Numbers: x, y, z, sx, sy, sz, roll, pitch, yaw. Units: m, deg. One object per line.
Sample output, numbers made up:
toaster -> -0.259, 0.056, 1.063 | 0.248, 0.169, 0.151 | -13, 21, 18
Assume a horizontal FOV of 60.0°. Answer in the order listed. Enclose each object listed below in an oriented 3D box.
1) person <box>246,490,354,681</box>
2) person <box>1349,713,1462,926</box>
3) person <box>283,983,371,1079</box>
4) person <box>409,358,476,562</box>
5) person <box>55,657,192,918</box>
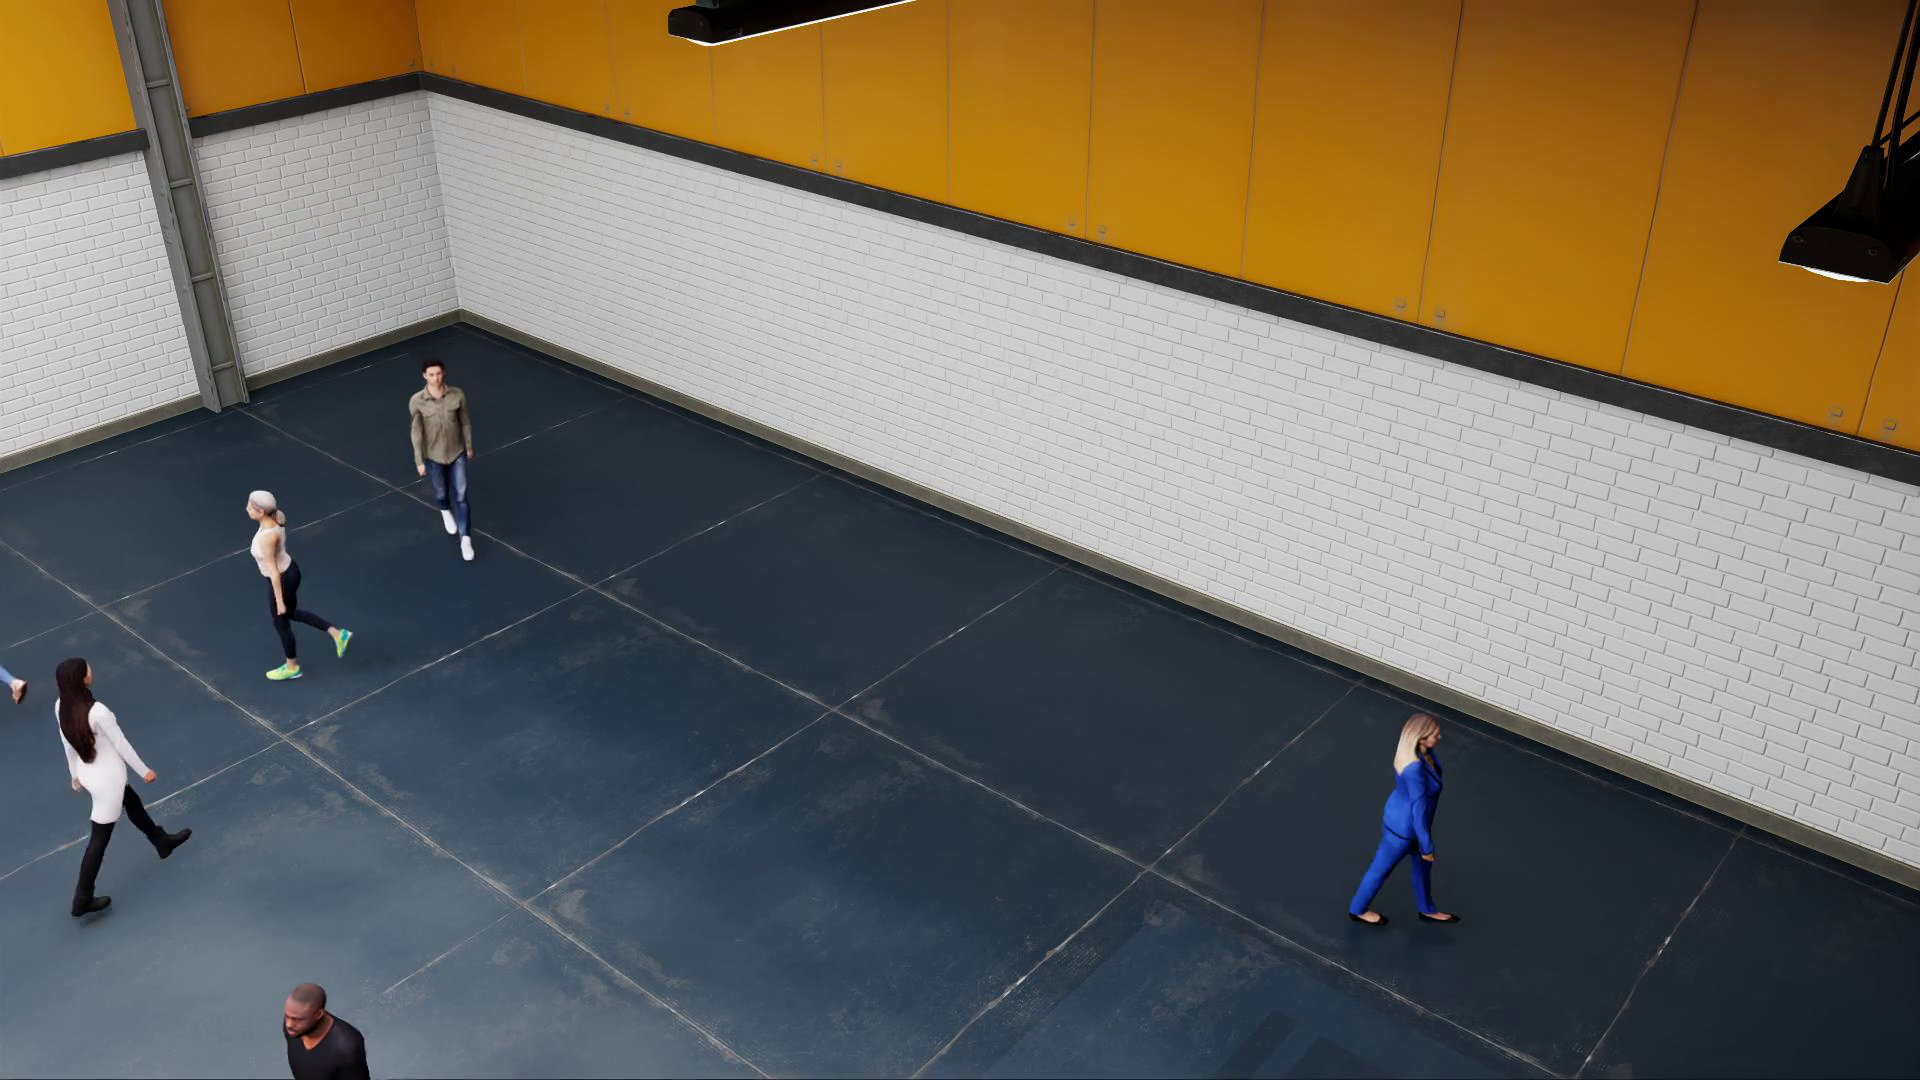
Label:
person -> -5.282, 0.348, 13.199 | 1.038, 1.691, 0.934 | -6, 29, -11
person -> 2.717, 1.800, 10.555 | 0.939, 1.674, 0.989 | 7, 29, 13
person -> -3.079, 2.880, 8.456 | 0.829, 1.788, 1.109 | 15, 32, 25
person -> -4.721, -0.808, 15.160 | 1.227, 1.843, 1.099 | -12, 31, -21
person -> -5.628, 1.632, 10.778 | 0.755, 1.756, 1.242 | 15, 32, 26
